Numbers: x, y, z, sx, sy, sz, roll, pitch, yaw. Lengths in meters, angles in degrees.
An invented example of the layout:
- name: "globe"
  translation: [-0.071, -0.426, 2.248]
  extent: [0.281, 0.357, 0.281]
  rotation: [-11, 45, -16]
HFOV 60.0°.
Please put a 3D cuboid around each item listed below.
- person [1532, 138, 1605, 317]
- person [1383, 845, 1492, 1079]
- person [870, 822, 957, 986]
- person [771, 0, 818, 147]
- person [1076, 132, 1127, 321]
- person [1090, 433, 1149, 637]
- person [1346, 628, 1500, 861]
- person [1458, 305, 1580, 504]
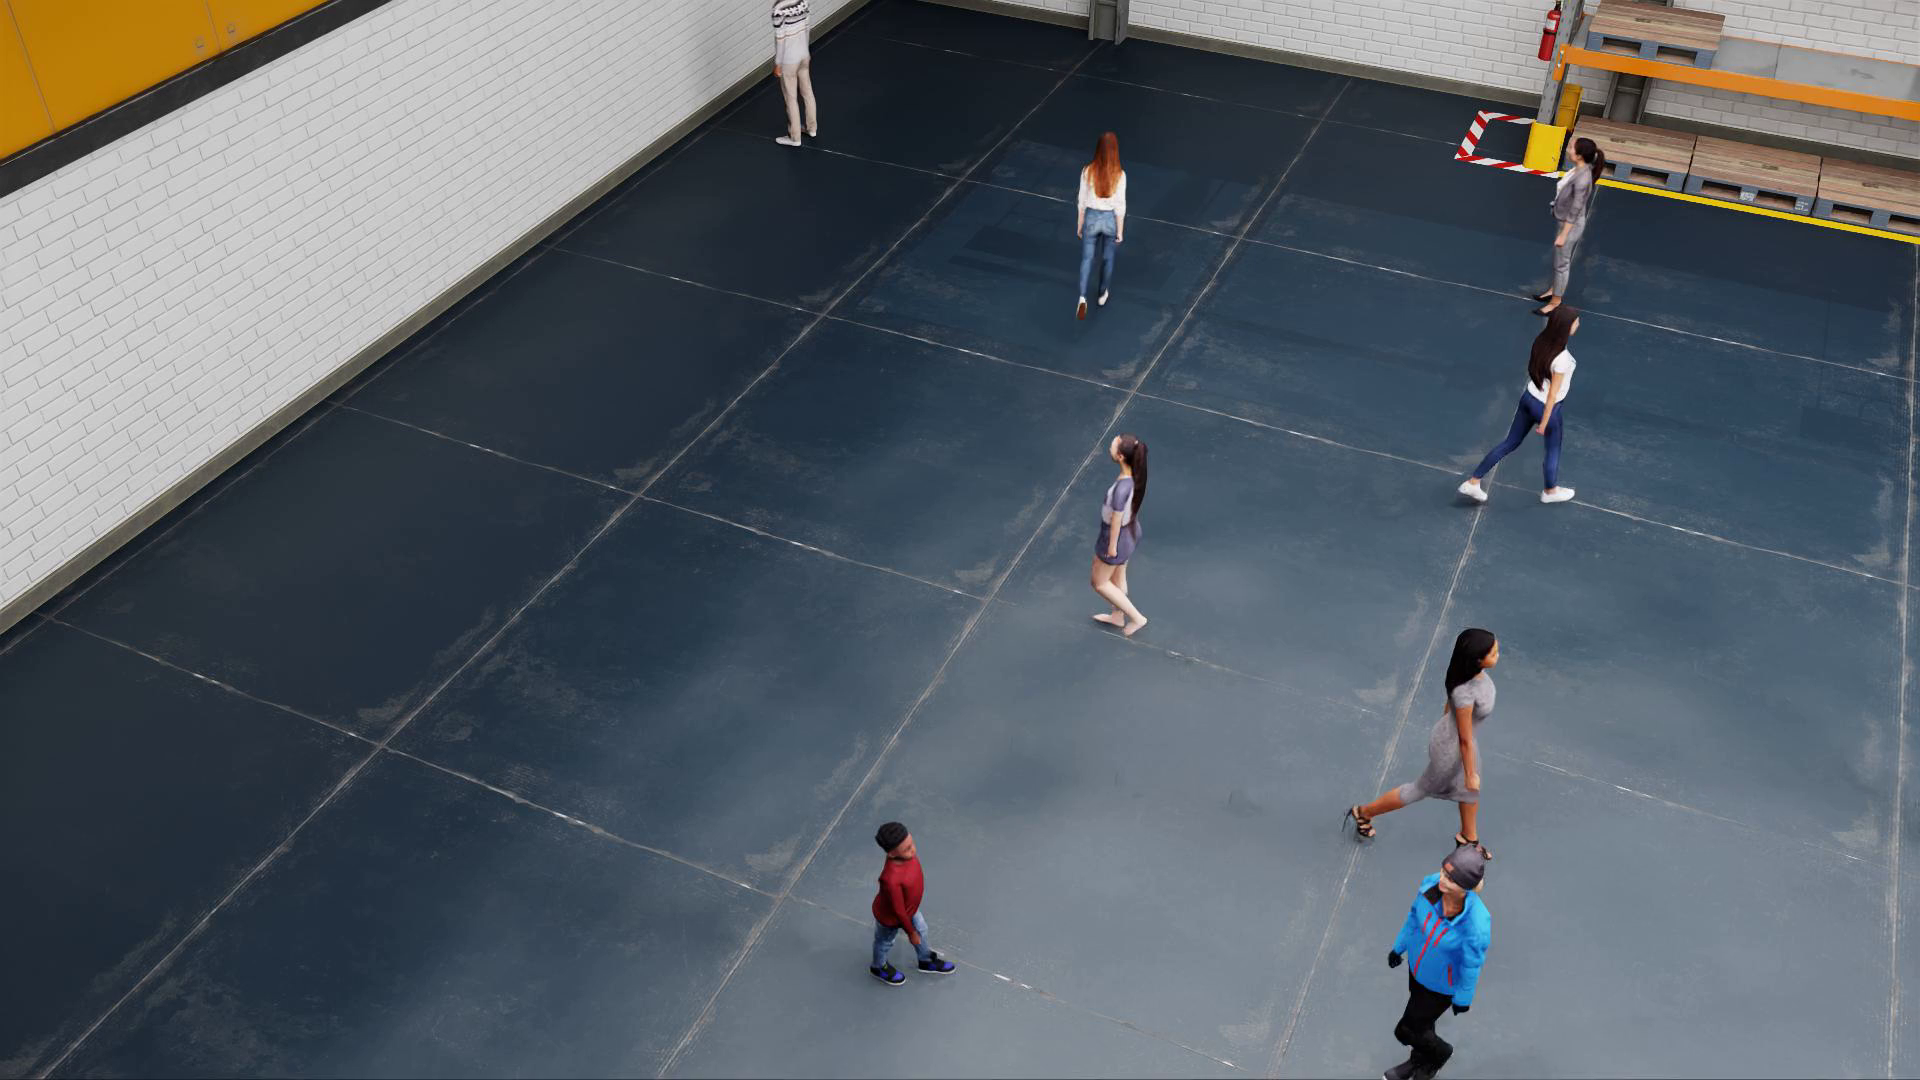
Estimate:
- name: "person"
  translation: [5.373, -2.763, 14.671]
  extent: [0.593, 1.678, 0.629]
  rotation: [13, 40, 16]
- name: "person"
  translation: [2.478, 2.172, 8.407]
  extent: [0.836, 1.783, 0.779]
  rotation: [-10, 40, -13]
- name: "person"
  translation: [-0.406, 1.988, 9.070]
  extent: [0.723, 1.242, 0.559]
  rotation: [11, 40, 13]
- name: "person"
  translation: [-1.751, -5.060, 17.401]
  extent: [0.613, 1.859, 0.720]
  rotation: [24, 44, 27]
- name: "person"
  translation: [1.226, -2.731, 14.603]
  extent: [0.971, 1.711, 0.766]
  rotation: [9, 40, 11]
- name: "person"
  translation: [1.156, 0.008, 11.235]
  extent: [0.652, 1.635, 0.608]
  rotation: [18, 42, 21]
- name: "person"
  translation: [2.737, 1.220, 9.634]
  extent: [1.105, 1.738, 0.625]
  rotation: [14, 41, 17]
- name: "person"
  translation: [4.221, -0.966, 12.368]
  extent: [1.197, 1.742, 1.024]
  rotation: [-7, 39, -8]
